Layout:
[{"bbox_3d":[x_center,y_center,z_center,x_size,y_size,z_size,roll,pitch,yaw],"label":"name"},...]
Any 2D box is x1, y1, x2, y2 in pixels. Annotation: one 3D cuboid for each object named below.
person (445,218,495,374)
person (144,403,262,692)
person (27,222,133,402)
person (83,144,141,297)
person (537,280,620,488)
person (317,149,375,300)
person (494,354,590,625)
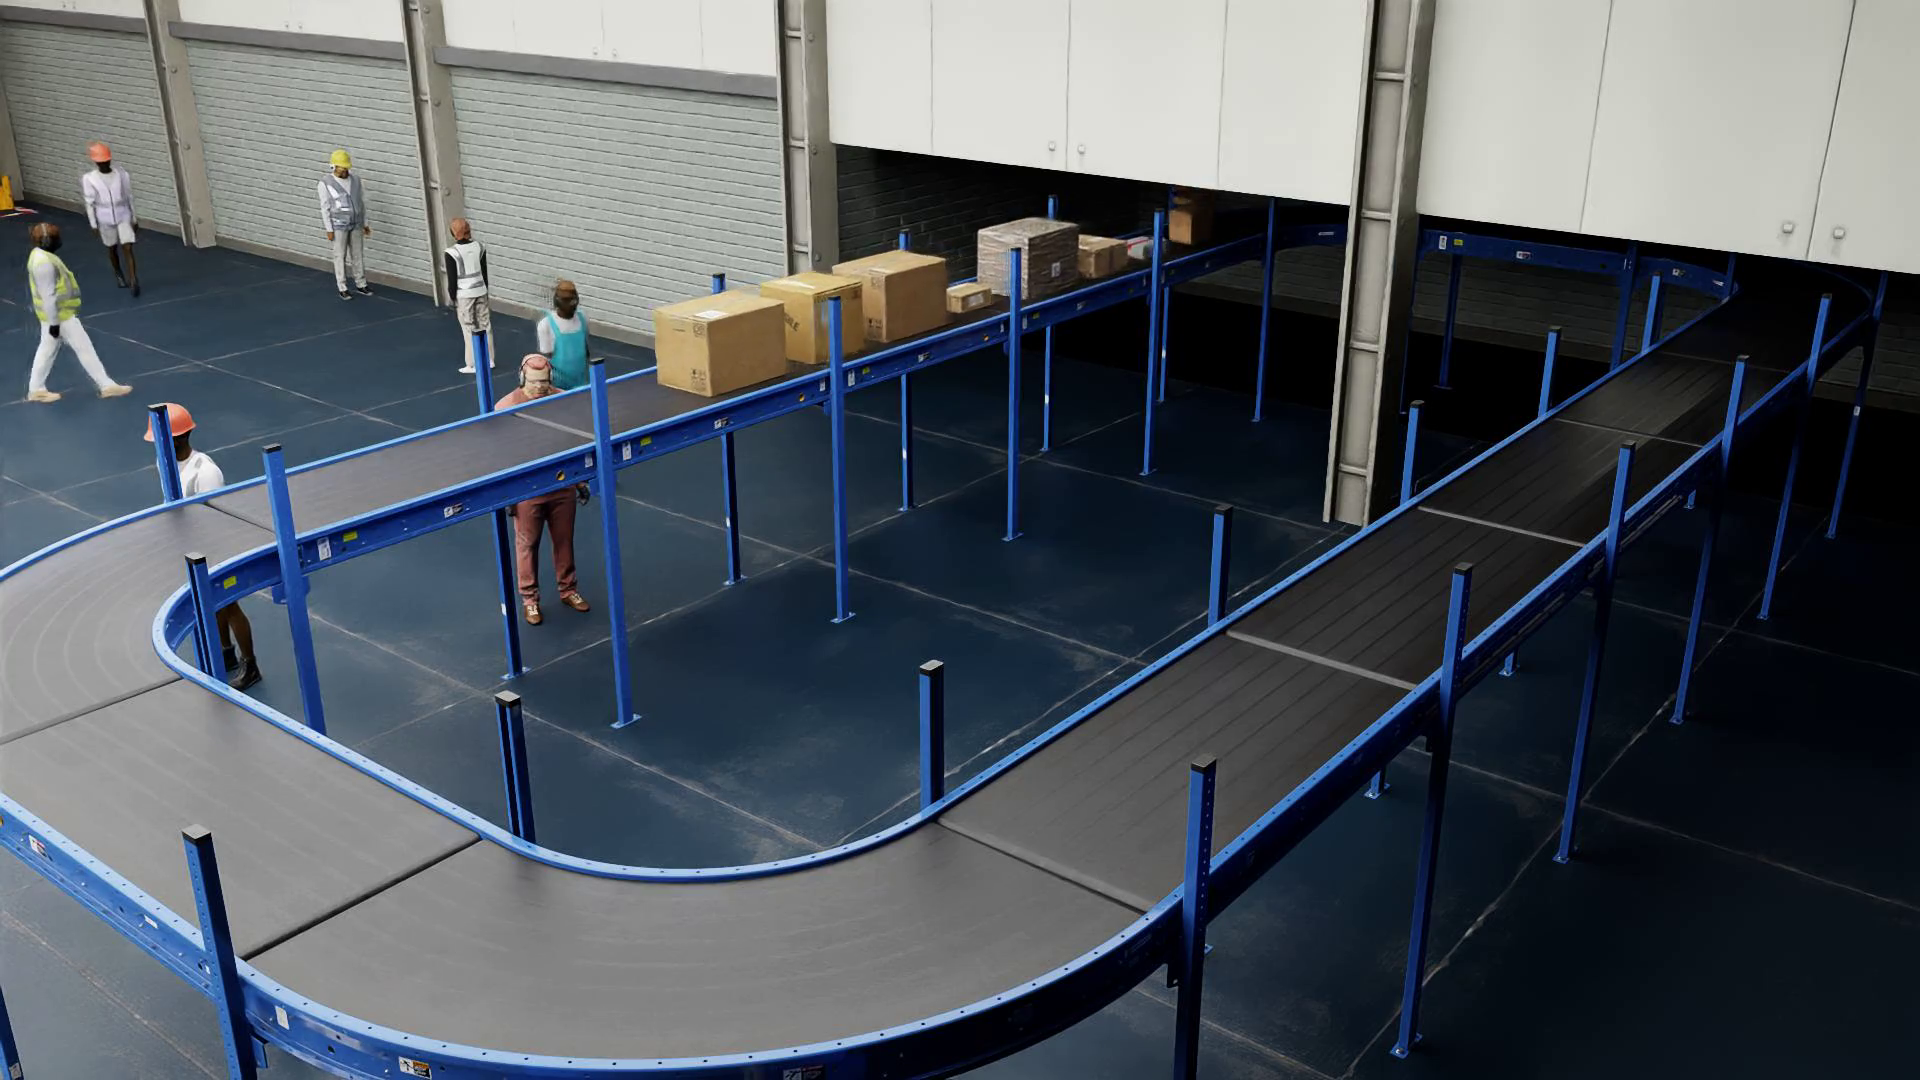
[{"bbox_3d":[-5.145,-2.558,17.451,0.313,1.637,0.513,15,26,33],"label":"person"},{"bbox_3d":[-4.777,0.057,10.434,0.560,1.924,0.423,15,26,33],"label":"person"},{"bbox_3d":[-8.912,-2.249,16.461,0.945,1.797,0.639,-12,25,-29],"label":"person"},{"bbox_3d":[-10.640,-4.039,20.901,0.552,1.879,1.011,-11,24,-26],"label":"person"},{"bbox_3d":[-3.287,-1.299,14.041,0.517,1.797,0.949,-18,27,-37],"label":"person"},{"bbox_3d":[-7.611,-3.920,20.652,0.403,1.830,0.587,16,27,35],"label":"person"},{"bbox_3d":[-2.871,-0.362,11.519,0.638,1.902,0.406,-15,26,-33],"label":"person"}]
